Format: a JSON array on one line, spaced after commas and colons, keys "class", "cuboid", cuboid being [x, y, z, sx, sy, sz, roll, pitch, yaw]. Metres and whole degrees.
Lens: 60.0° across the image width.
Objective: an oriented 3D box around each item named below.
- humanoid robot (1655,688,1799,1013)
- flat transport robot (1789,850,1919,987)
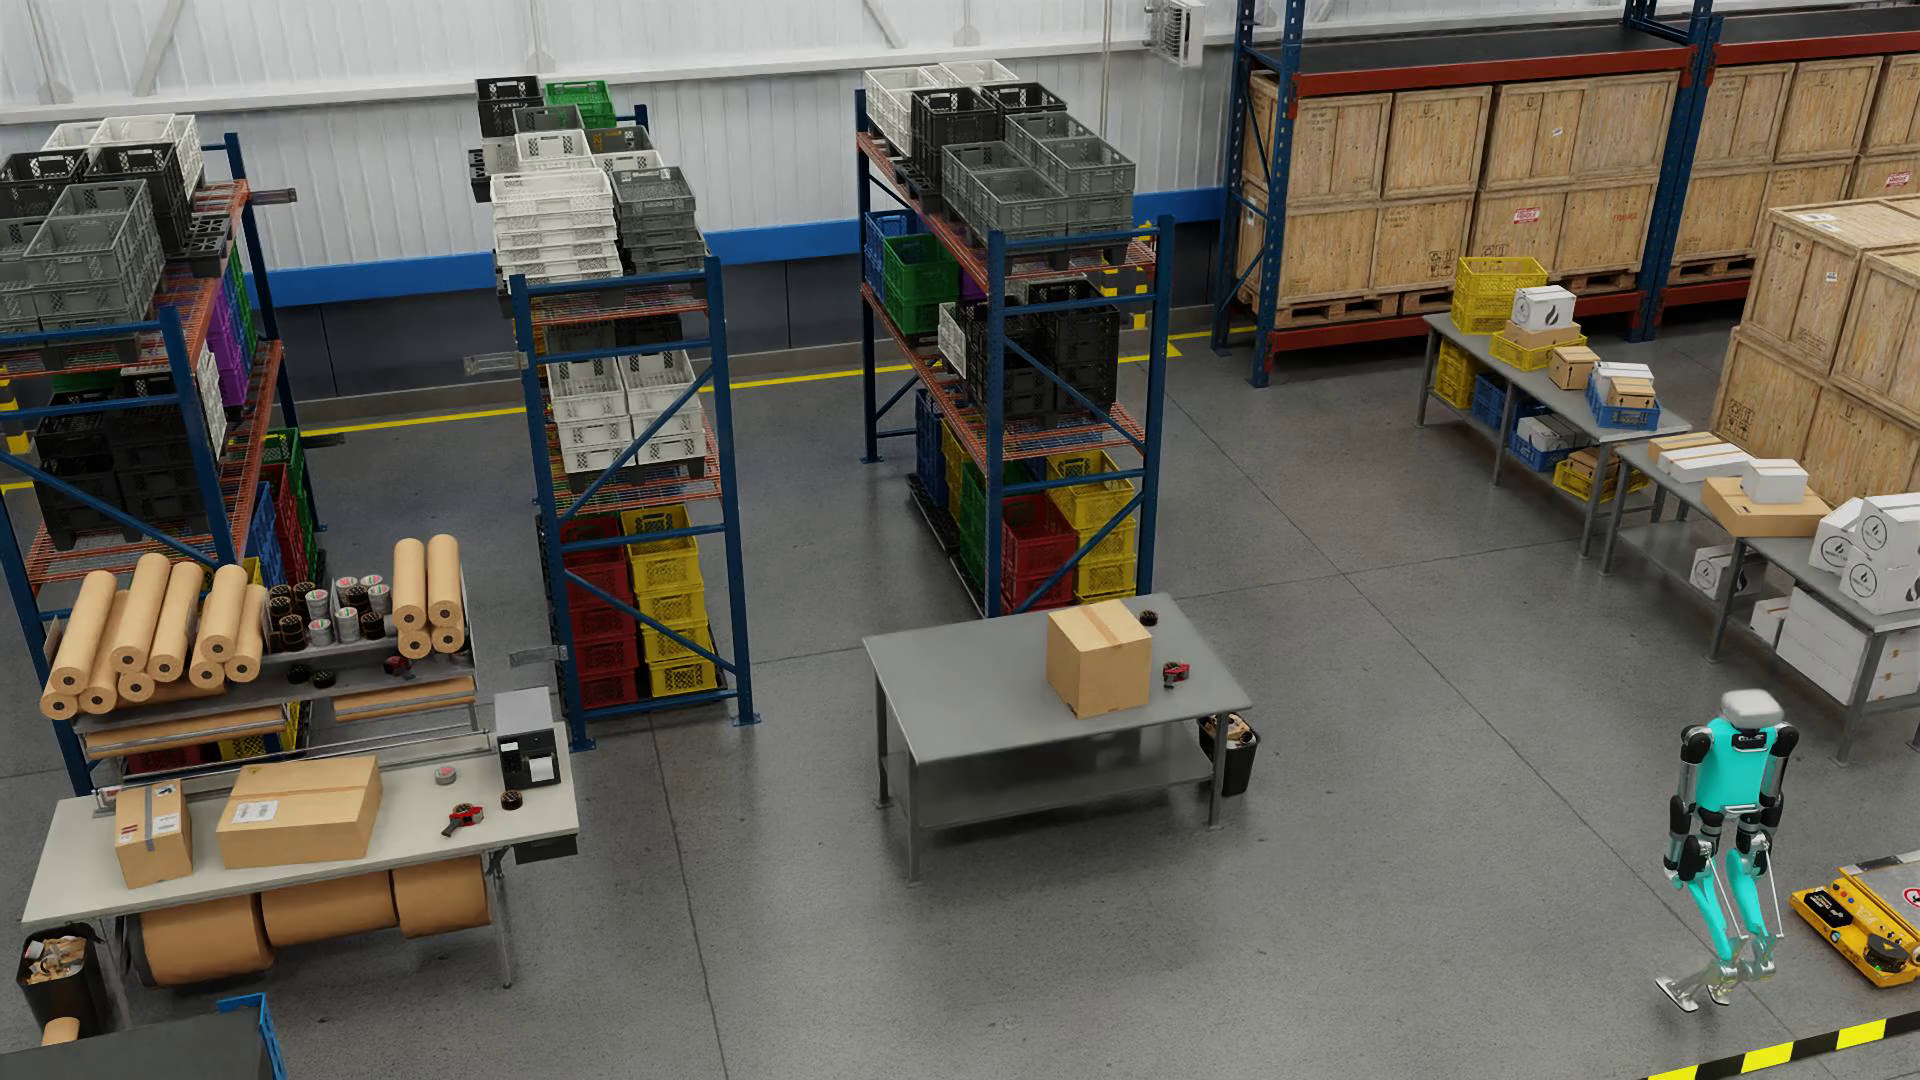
[{"class": "humanoid robot", "cuboid": [3.604, 1.541, 7.694, 0.533, 1.677, 0.735, -3, 29, -5]}, {"class": "flat transport robot", "cuboid": [5.163, 1.916, 8.676, 1.431, 0.231, 0.659, -8, 30, -14]}]
